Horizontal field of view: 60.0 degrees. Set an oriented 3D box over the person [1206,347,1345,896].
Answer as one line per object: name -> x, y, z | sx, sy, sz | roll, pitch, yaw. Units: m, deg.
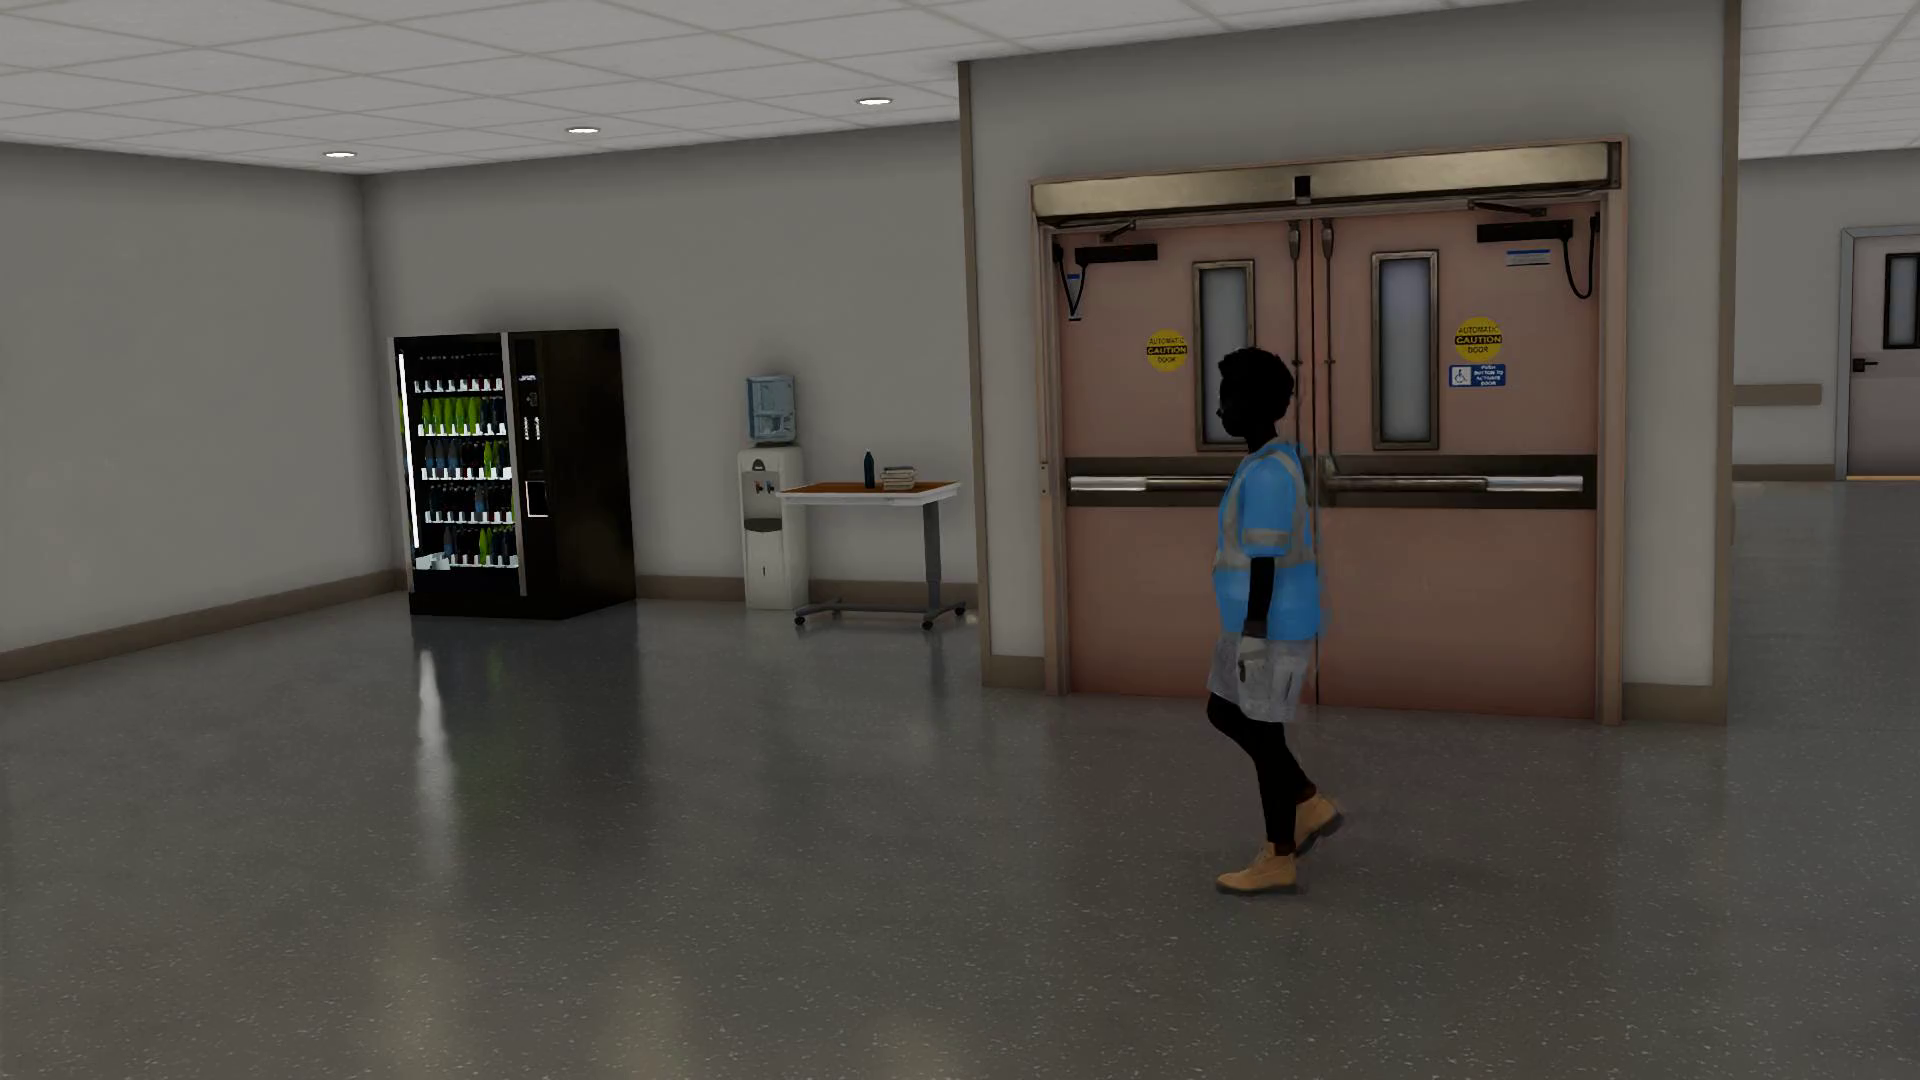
person -> 0.917, 0.258, 5.078 | 0.359, 1.688, 0.537 | -2, 7, 5
